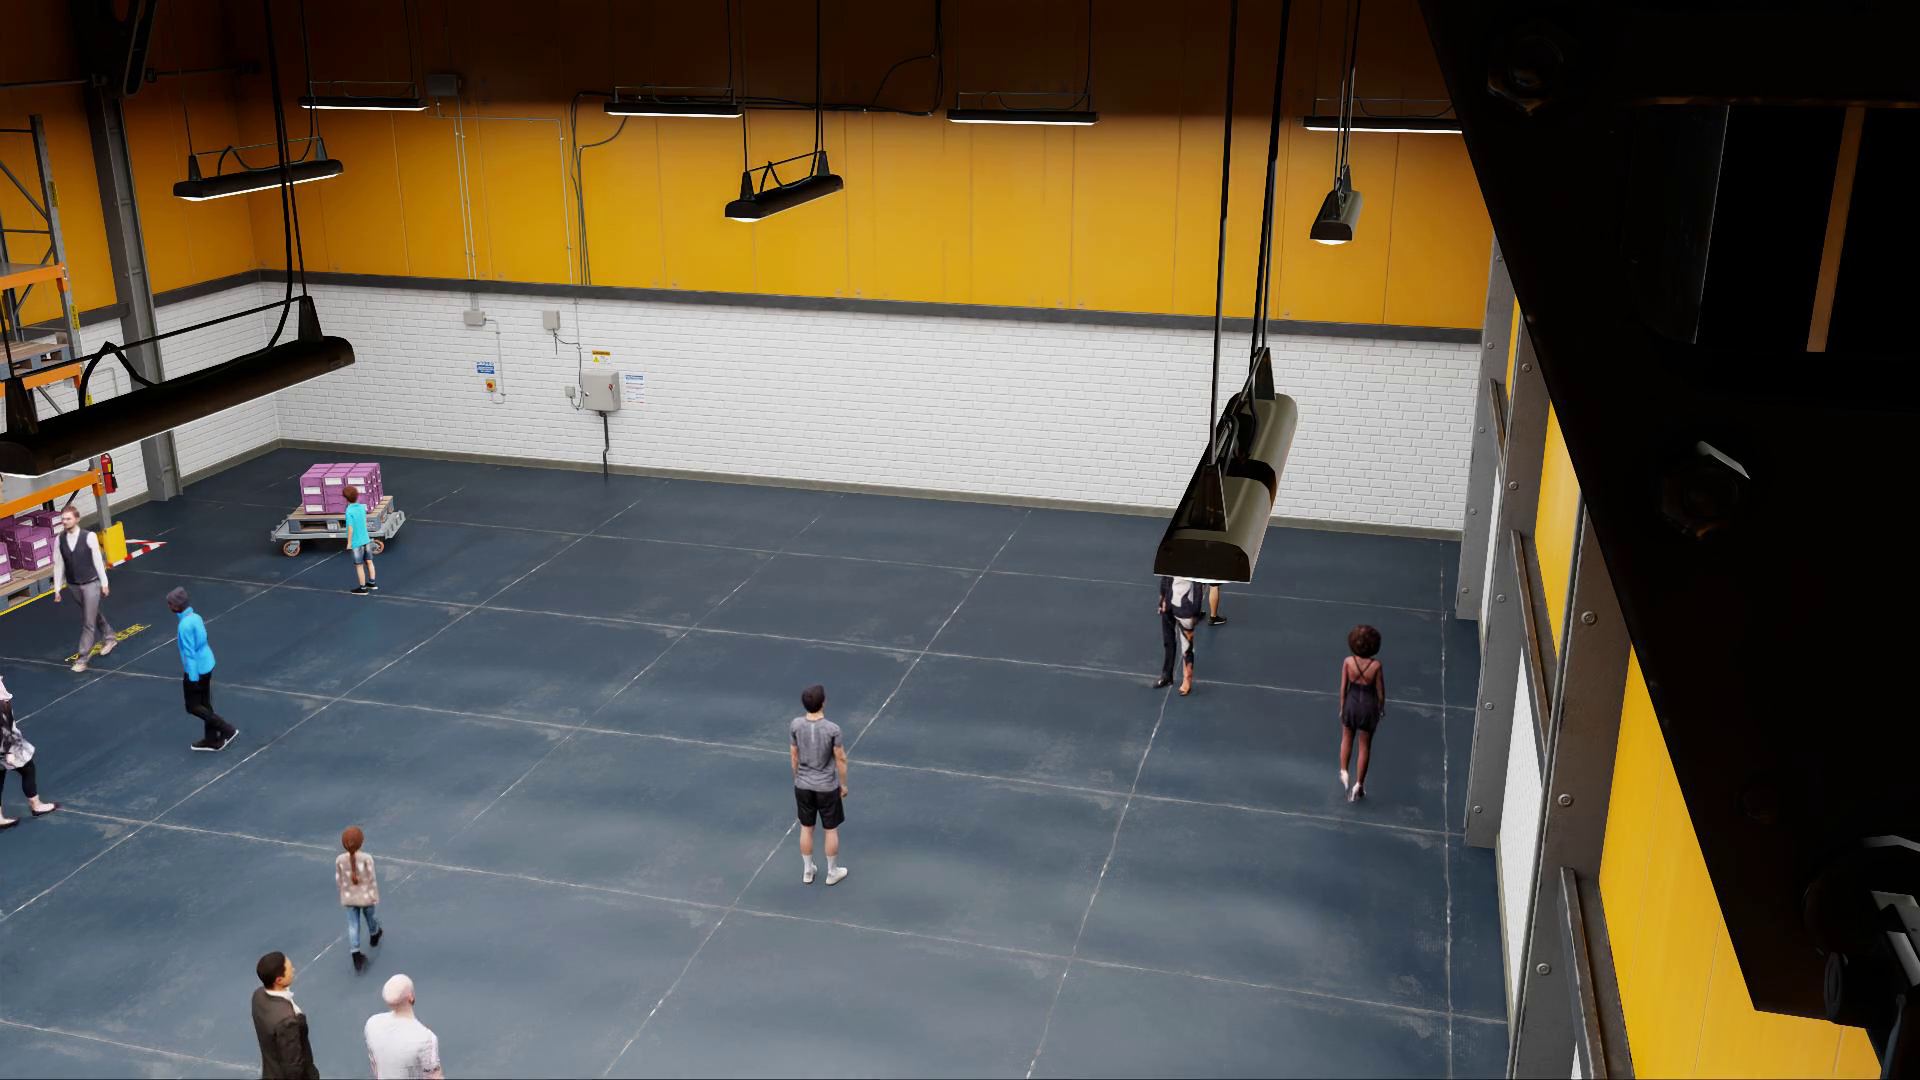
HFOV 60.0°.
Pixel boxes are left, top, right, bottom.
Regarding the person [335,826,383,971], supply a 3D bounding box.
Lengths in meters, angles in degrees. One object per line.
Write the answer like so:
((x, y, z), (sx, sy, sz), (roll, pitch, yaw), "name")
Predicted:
((-4.876, 2.898, 13.422), (0.678, 1.171, 0.874), (-2, 19, -6), "person")

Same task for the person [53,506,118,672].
((-10.153, 0.514, 19.374), (0.861, 1.891, 1.289), (1, 19, 3), "person")

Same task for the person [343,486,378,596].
((-7.815, -0.012, 21.630), (0.587, 1.448, 0.432), (6, 20, 18), "person")

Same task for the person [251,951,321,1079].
((-4.406, 3.483, 10.742), (0.974, 1.773, 1.146), (16, 25, 40), "person")

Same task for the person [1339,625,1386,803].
((3.861, 1.691, 16.050), (0.616, 1.781, 0.733), (8, 20, 22), "person")

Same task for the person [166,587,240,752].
((-7.727, 1.343, 17.090), (0.881, 1.778, 0.839), (-4, 19, -11), "person")

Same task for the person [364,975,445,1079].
((-3.487, 3.582, 10.378), (0.787, 1.817, 0.960), (10, 21, 27), "person")

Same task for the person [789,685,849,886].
((-1.254, 2.136, 14.576), (0.651, 1.878, 0.541), (5, 19, 15), "person")

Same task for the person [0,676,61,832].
((-9.022, 1.964, 15.495), (0.783, 1.618, 0.911), (11, 22, 30), "person")

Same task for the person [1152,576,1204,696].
((2.458, 0.782, 18.580), (0.770, 1.890, 0.752), (15, 24, 38), "person")
